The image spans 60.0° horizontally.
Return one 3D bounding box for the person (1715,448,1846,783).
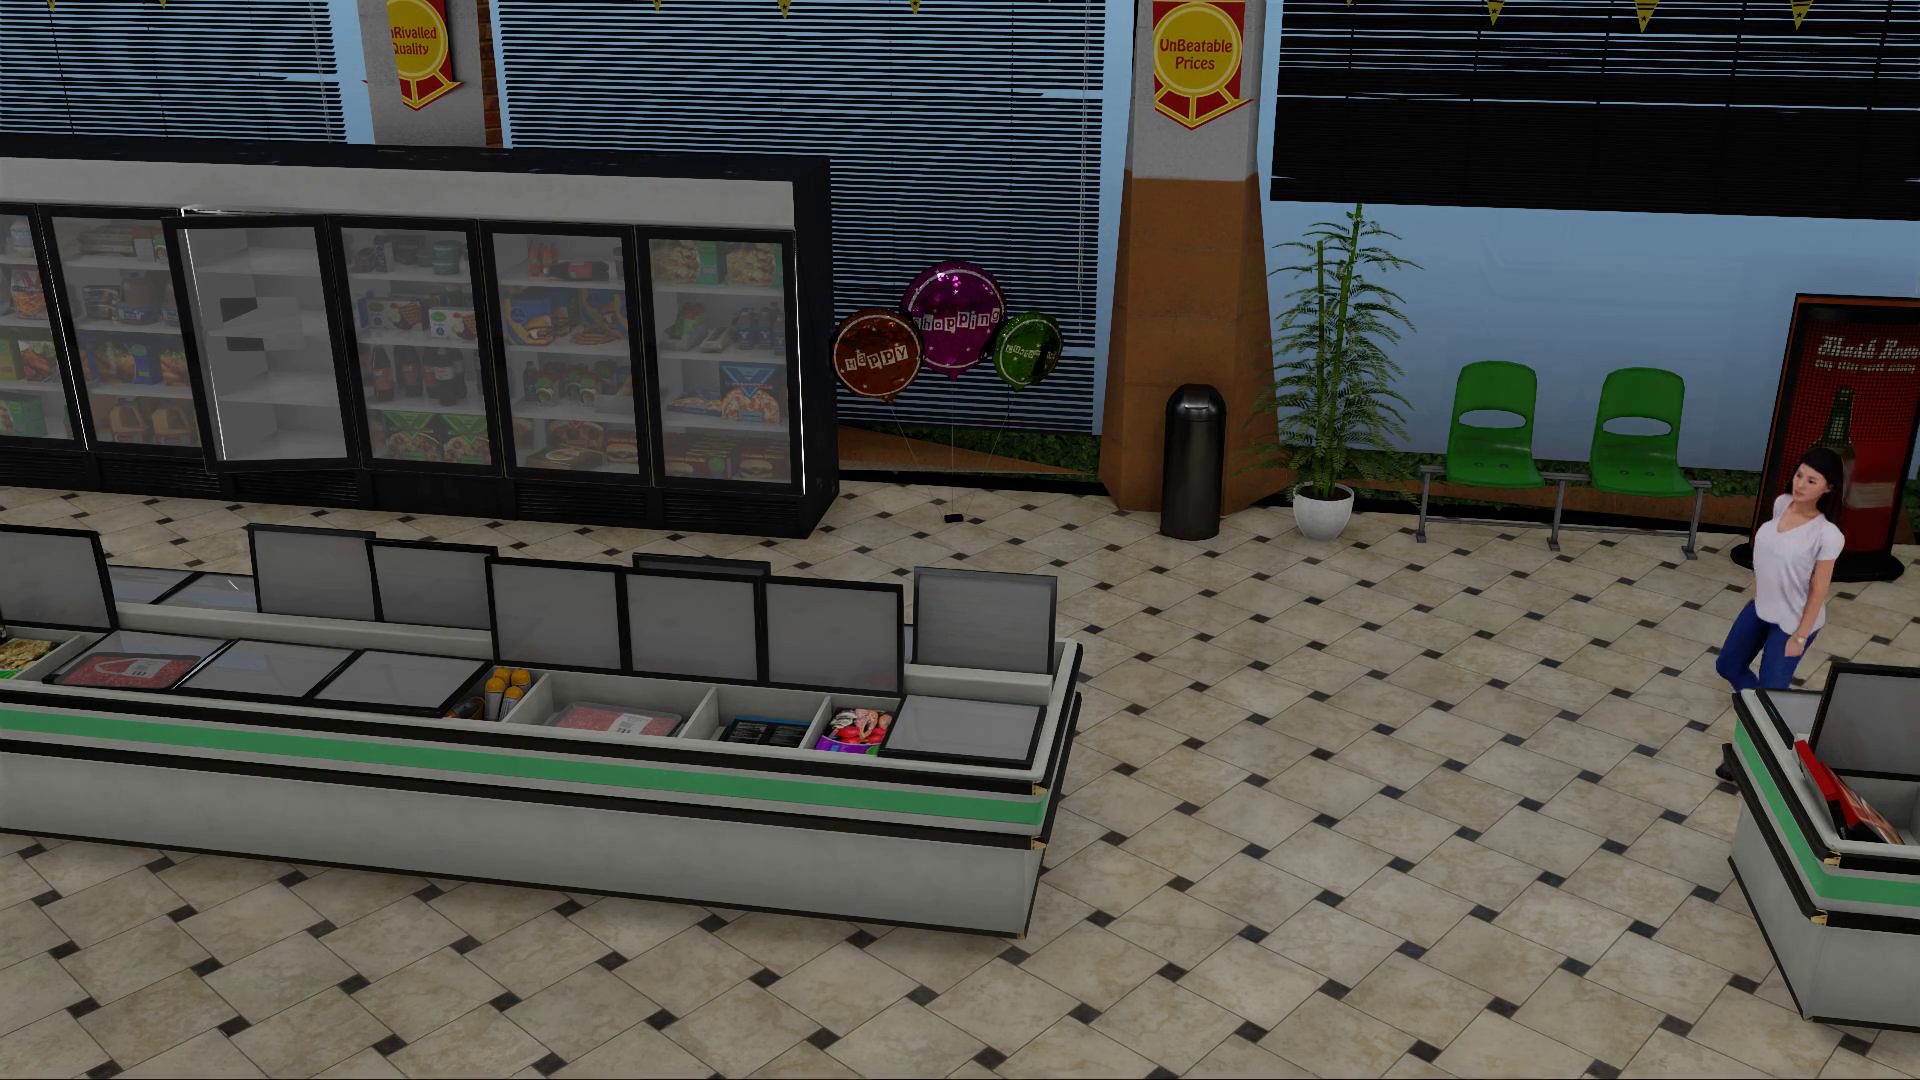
[{"bbox_3d":[3.821,0.377,7.569,0.719,1.669,0.713,-2,22,-5],"label":"person"}]
